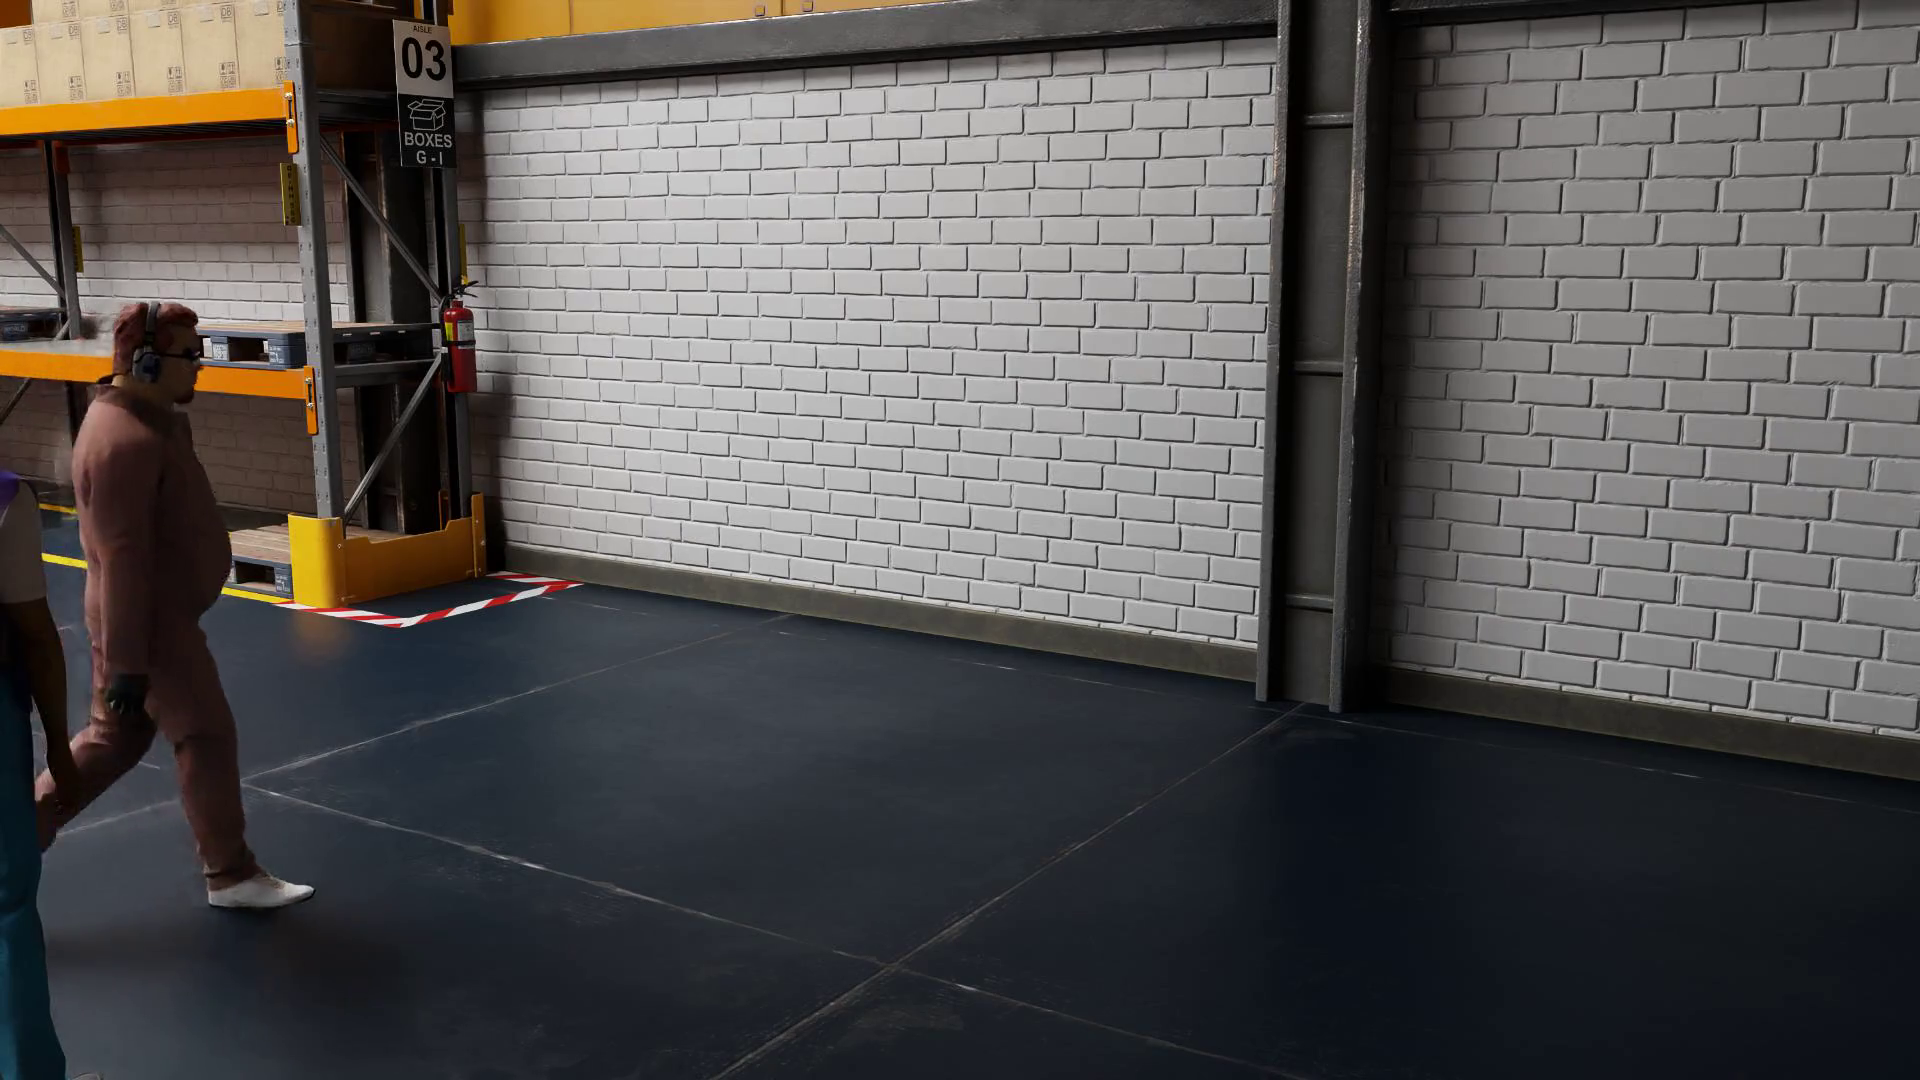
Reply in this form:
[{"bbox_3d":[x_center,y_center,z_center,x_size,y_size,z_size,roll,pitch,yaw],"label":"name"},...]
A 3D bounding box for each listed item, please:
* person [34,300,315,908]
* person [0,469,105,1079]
[{"bbox_3d":[-2.440,0.243,4.802,0.887,1.866,0.685,-5,11,-24],"label":"person"},{"bbox_3d":[-2.243,0.457,3.631,0.567,1.848,0.389,-1,10,-8],"label":"person"}]
